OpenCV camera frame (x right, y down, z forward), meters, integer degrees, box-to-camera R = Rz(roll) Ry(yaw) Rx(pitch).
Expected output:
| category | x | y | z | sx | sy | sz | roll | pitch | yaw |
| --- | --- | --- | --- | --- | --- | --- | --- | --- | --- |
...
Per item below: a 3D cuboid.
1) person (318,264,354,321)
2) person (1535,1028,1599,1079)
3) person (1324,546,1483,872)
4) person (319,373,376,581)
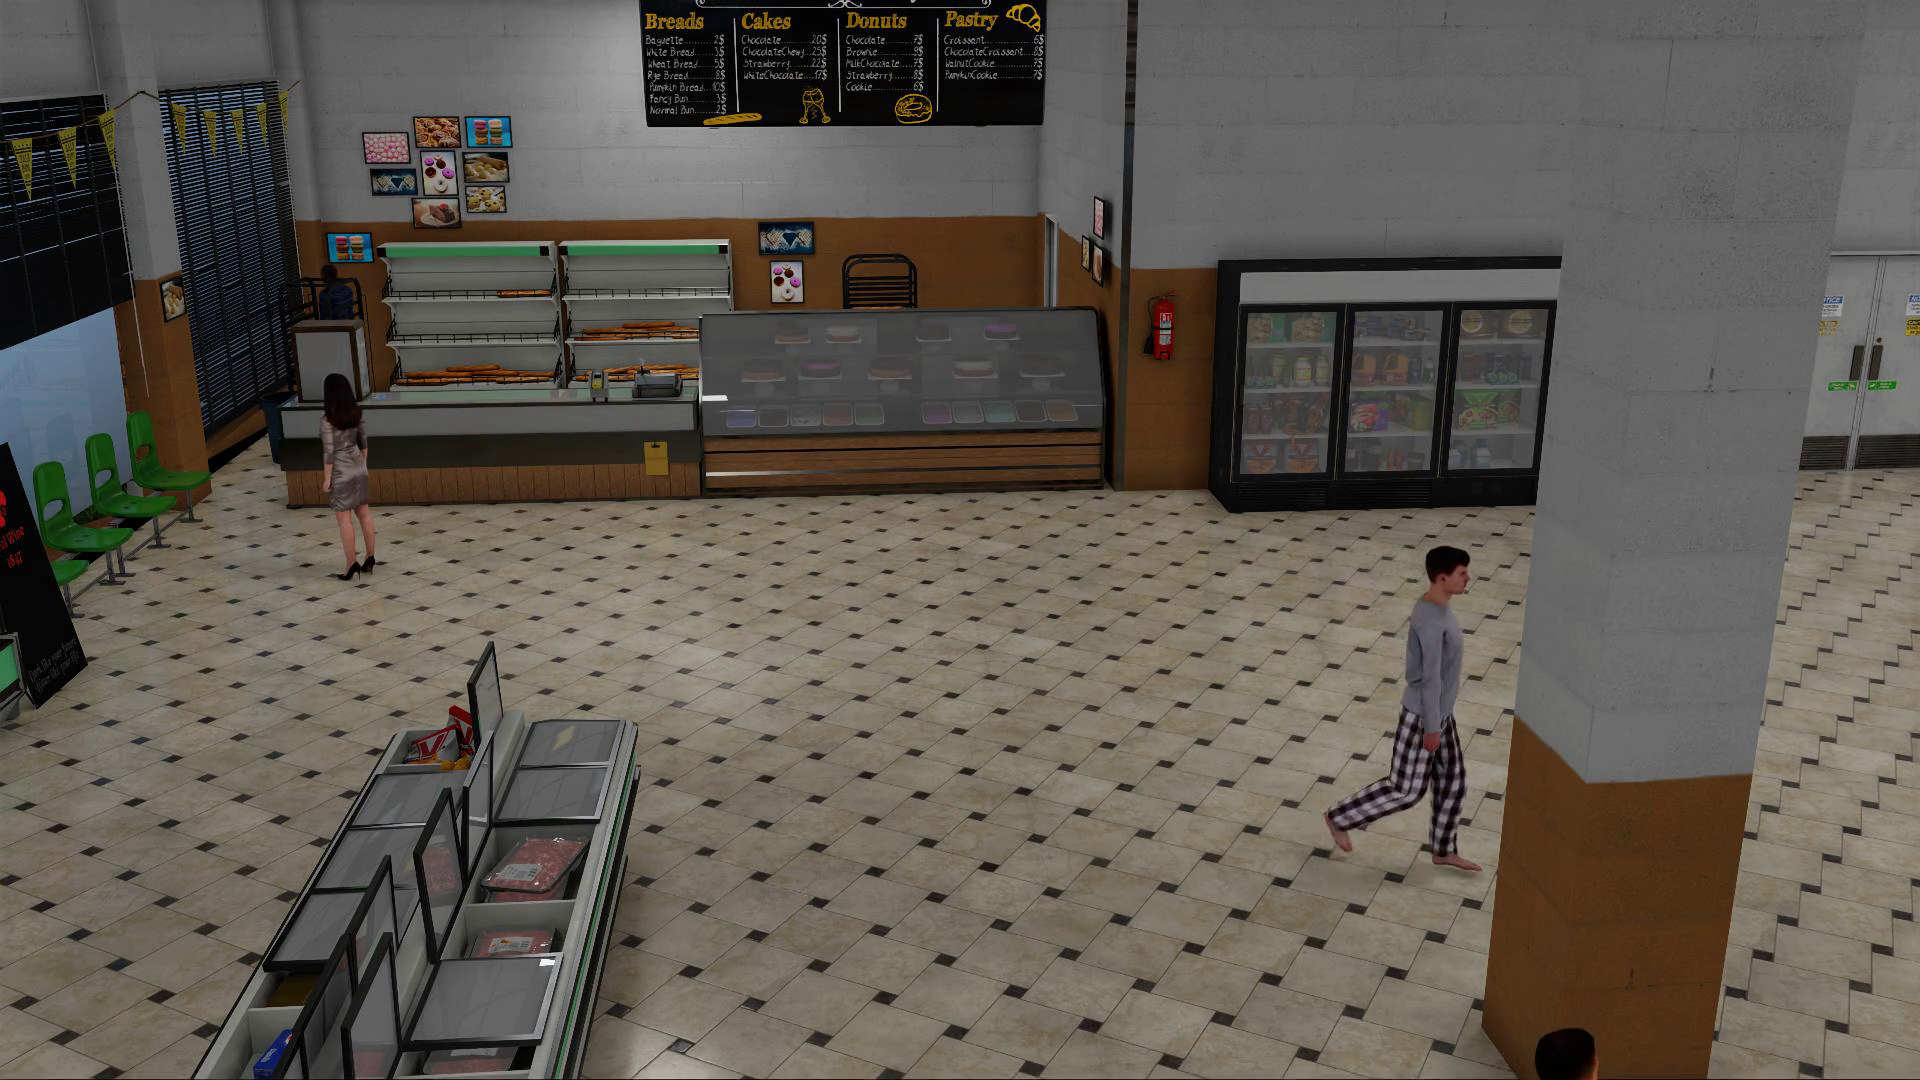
| category | x | y | z | sx | sy | sz | roll | pitch | yaw |
| --- | --- | --- | --- | --- | --- | --- | --- | --- | --- |
| person | -7.398 | -2.365 | 19.752 | 0.831 | 1.823 | 0.702 | 6 | 18 | 20 |
| person | 1.840 | 2.201 | 5.372 | 0.835 | 1.442 | 0.809 | -10 | 20 | -31 |
| person | 2.414 | 0.919 | 8.944 | 1.030 | 1.820 | 1.125 | 7 | 18 | 22 |
| person | -5.095 | -0.528 | 13.834 | 0.726 | 1.747 | 0.621 | 9 | 19 | 27 |
